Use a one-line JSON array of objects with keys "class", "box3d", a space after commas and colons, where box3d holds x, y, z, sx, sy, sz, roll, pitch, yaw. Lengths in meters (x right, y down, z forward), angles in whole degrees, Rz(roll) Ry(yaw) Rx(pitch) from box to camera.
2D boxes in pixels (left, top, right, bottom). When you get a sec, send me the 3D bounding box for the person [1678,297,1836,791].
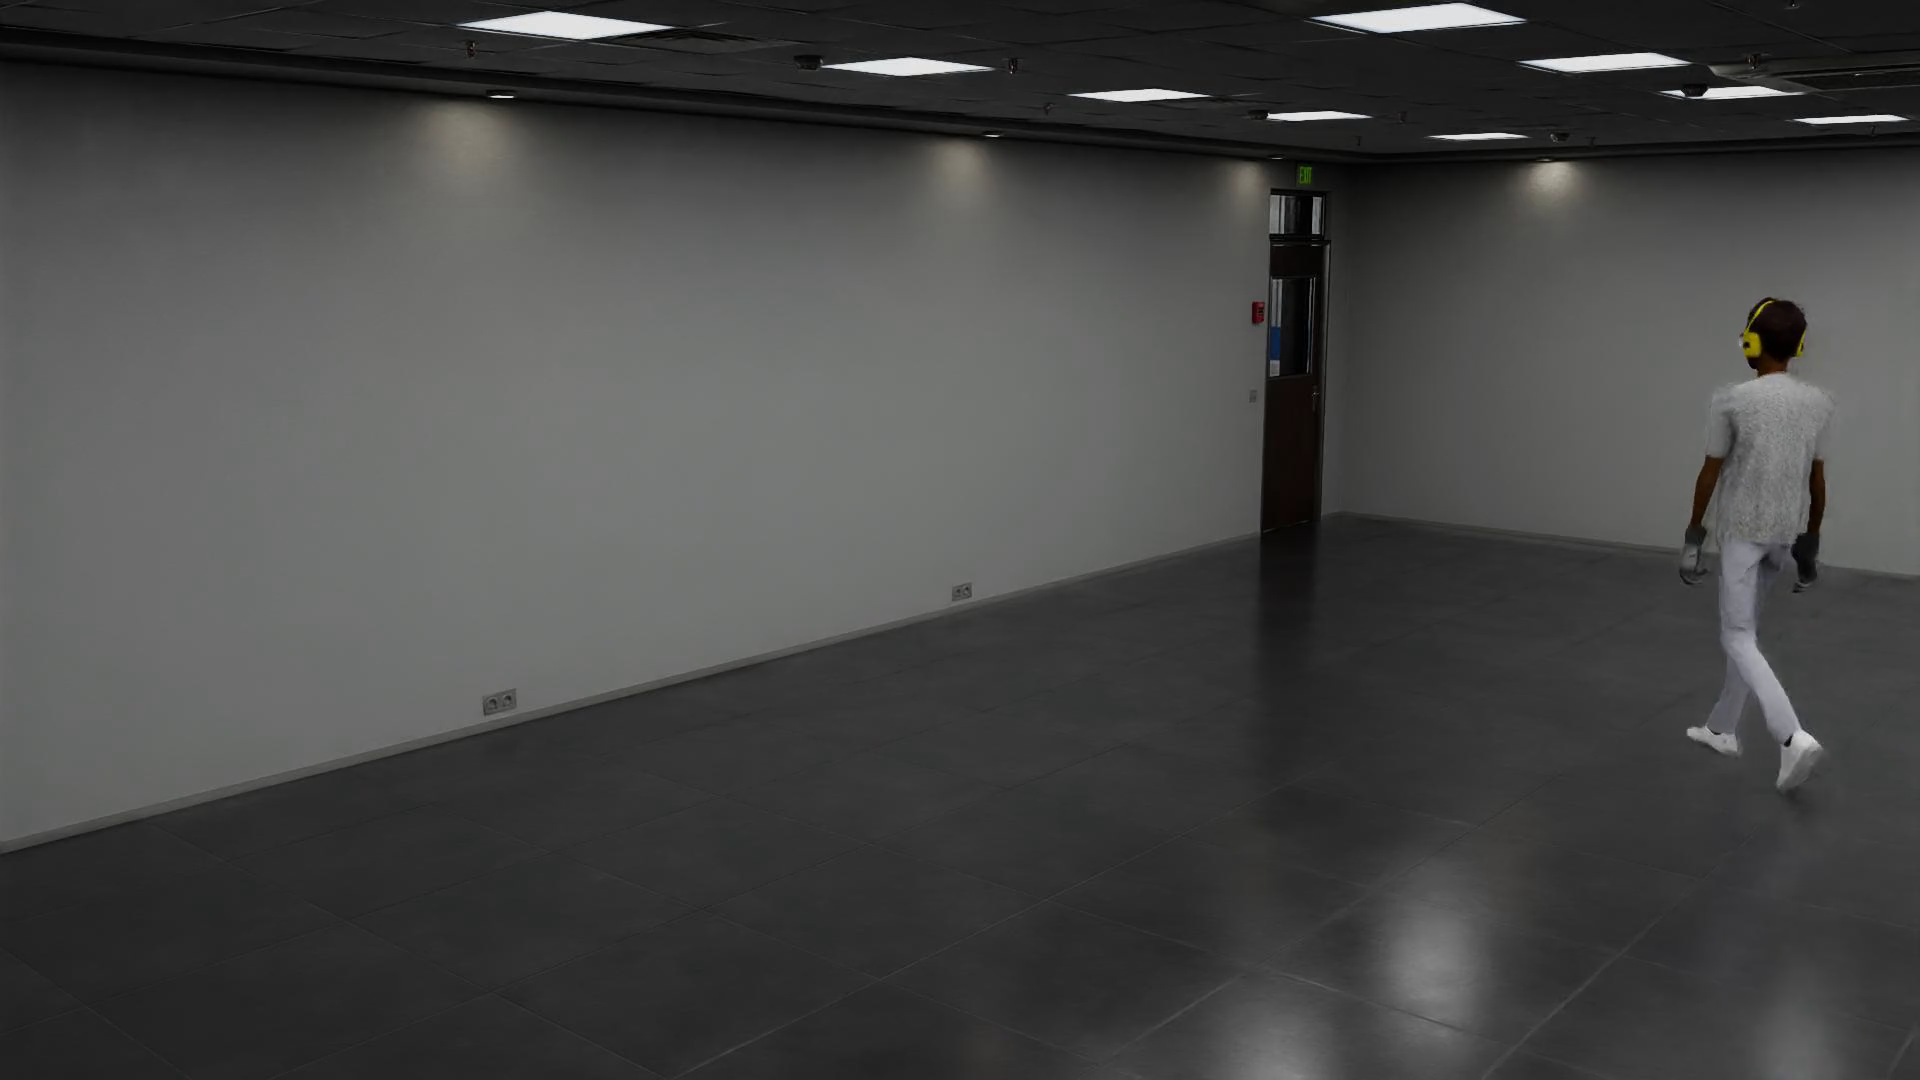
[{"class": "person", "box3d": [3.058, 0.004, 6.334, 0.523, 1.843, 0.860, -2, 10, -9]}]
